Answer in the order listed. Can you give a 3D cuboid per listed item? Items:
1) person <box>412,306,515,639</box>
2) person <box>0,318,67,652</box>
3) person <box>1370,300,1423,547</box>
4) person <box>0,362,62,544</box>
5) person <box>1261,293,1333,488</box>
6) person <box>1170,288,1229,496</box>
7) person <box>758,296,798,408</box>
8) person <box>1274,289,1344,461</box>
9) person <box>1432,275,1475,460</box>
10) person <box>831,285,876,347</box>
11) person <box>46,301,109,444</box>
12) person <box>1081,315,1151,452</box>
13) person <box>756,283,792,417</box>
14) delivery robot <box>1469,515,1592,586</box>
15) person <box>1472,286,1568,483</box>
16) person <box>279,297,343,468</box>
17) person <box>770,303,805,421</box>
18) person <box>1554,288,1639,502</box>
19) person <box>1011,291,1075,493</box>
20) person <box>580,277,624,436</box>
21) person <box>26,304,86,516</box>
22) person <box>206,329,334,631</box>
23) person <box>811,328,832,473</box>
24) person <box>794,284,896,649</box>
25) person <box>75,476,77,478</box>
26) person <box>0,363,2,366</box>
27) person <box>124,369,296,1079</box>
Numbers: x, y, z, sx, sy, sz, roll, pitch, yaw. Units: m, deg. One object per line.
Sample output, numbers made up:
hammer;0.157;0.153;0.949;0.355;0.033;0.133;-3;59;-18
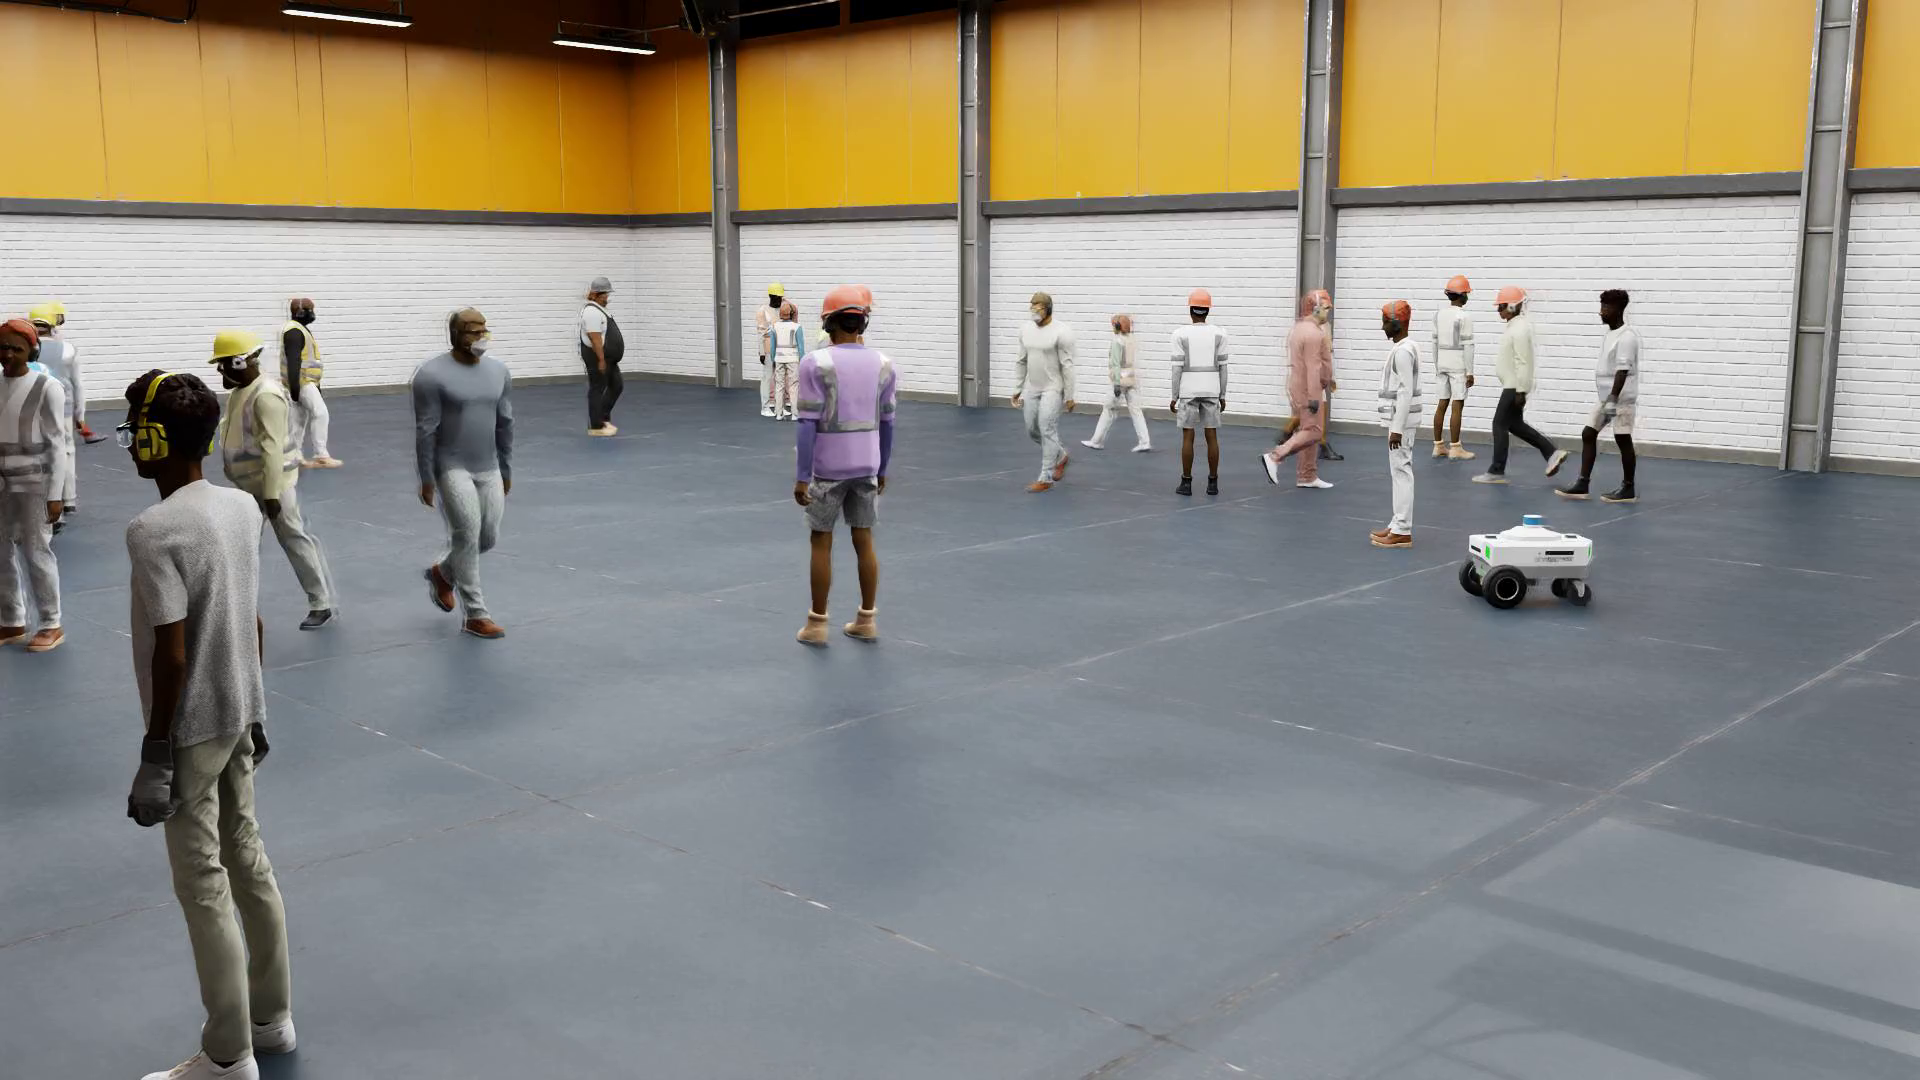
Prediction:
person;-2.931;-0.407;9.718;0.770;1.919;0.639;7;12;38
person;-5.172;-0.290;9.180;0.655;1.850;0.354;3;10;17
person;3.347;-0.884;12.706;0.360;1.886;0.574;3;10;16
person;-7.195;-0.799;12.746;0.365;1.686;0.541;4;10;25
person;3.260;-1.415;15.925;0.648;1.891;0.667;0;9;0
person;2.231;-1.380;15.583;0.542;1.939;0.362;0;9;-3
person;-2.791;-2.973;25.450;0.643;1.909;0.410;-4;10;-24
person;3.928;-1.860;18.669;0.938;1.903;0.557;9;13;44
person;5.514;-1.914;18.529;0.367;2.048;0.609;-4;10;-25
person;-1.022;-1.430;15.796;0.479;1.967;0.683;-2;9;-10
person;-10.708;-1.982;19.897;0.839;1.731;0.545;-9;13;-43
person;1.863;-1.816;19.317;0.878;1.587;0.540;6;11;34
person;-2.656;-2.729;23.912;0.390;1.922;0.588;8;12;41
delivery robot;3.620;0.084;10.555;0.707;0.478;0.477;0;9;-3
person;5.586;-1.529;16.448;0.849;1.959;0.654;2;9;12
person;-6.855;-1.652;17.625;0.717;1.816;0.659;-3;10;-17
person;-2.399;-2.466;23.162;0.525;1.639;0.307;4;10;23
person;5.795;-1.298;15.066;0.818;1.936;0.641;0;9;2
person;0.891;-1.414;15.885;0.682;1.914;0.645;-9;13;-43
person;-4.527;-2.328;21.086;0.536;2.000;0.714;0;9;-2
person;-7.771;-1.078;14.153;0.623;1.821;0.413;-7;12;-36
person;-4.104;-0.329;9.671;0.872;1.774;0.630;-9;13;-43
person;-1.254;-1.477;16.554;0.730;1.816;0.638;0;9;3
person;-0.657;-0.411;9.347;0.632;2.033;0.401;-6;11;-33
person;-9.312;-1.361;16.543;0.872;1.586;0.519;2;9;12
person;-8.772;-1.234;15.036;0.660;1.823;0.635;0;9;0
person;-1.962;0.499;4.277;0.313;1.869;0.538;1;9;5
